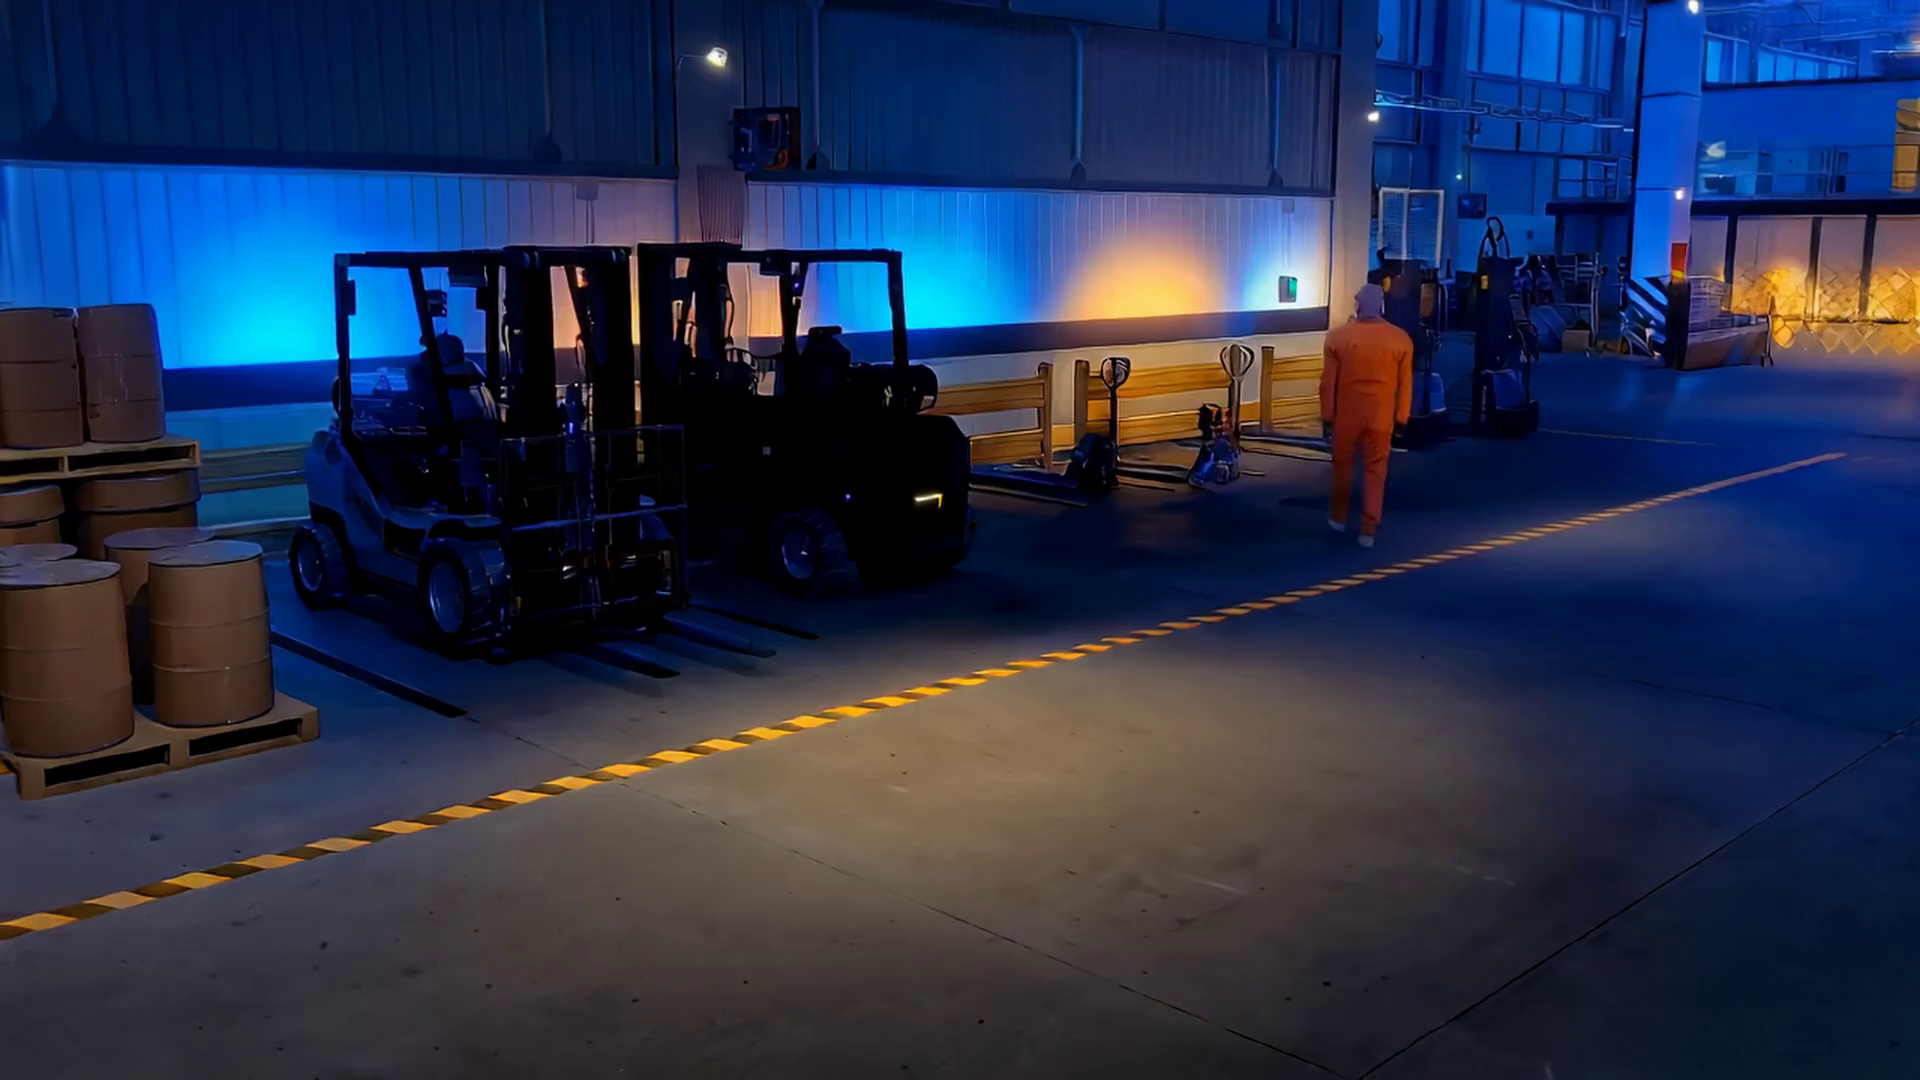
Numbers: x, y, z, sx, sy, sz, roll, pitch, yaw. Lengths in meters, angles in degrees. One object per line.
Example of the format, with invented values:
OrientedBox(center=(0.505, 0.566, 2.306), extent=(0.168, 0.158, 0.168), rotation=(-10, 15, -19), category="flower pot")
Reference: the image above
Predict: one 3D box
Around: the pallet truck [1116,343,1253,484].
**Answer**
OrientedBox(center=(1.962, -1.215, 15.415), extent=(1.522, 1.261, 0.704), rotation=(10, 14, 43), category="pallet truck")

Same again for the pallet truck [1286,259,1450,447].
OrientedBox(center=(4.493, -2.078, 18.196), extent=(0.823, 1.965, 1.885), rotation=(-9, 14, -40), category="pallet truck")

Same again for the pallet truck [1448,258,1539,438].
OrientedBox(center=(5.704, -2.208, 18.901), extent=(1.885, 1.965, 0.823), rotation=(10, 14, 43), category="pallet truck")

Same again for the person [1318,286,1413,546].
OrientedBox(center=(2.971, -0.931, 12.283), extent=(0.676, 1.863, 0.961), rotation=(1, 10, 6), category="person")

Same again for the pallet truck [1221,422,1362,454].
OrientedBox(center=(3.563, -1.581, 17.381), extent=(0.653, 1.274, 1.630), rotation=(-10, 14, -44), category="pallet truck")

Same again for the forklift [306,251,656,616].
OrientedBox(center=(-2.833, -0.669, 9.694), extent=(1.157, 1.987, 2.680), rotation=(-10, 14, -44), category="forklift")

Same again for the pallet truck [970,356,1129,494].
OrientedBox(center=(0.784, -1.085, 14.876), extent=(0.680, 1.201, 1.601), rotation=(-10, 14, -44), category="pallet truck")

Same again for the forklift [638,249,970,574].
OrientedBox(center=(-1.173, -0.958, 11.239), extent=(2.680, 1.987, 1.157), rotation=(10, 14, 43), category="forklift")
